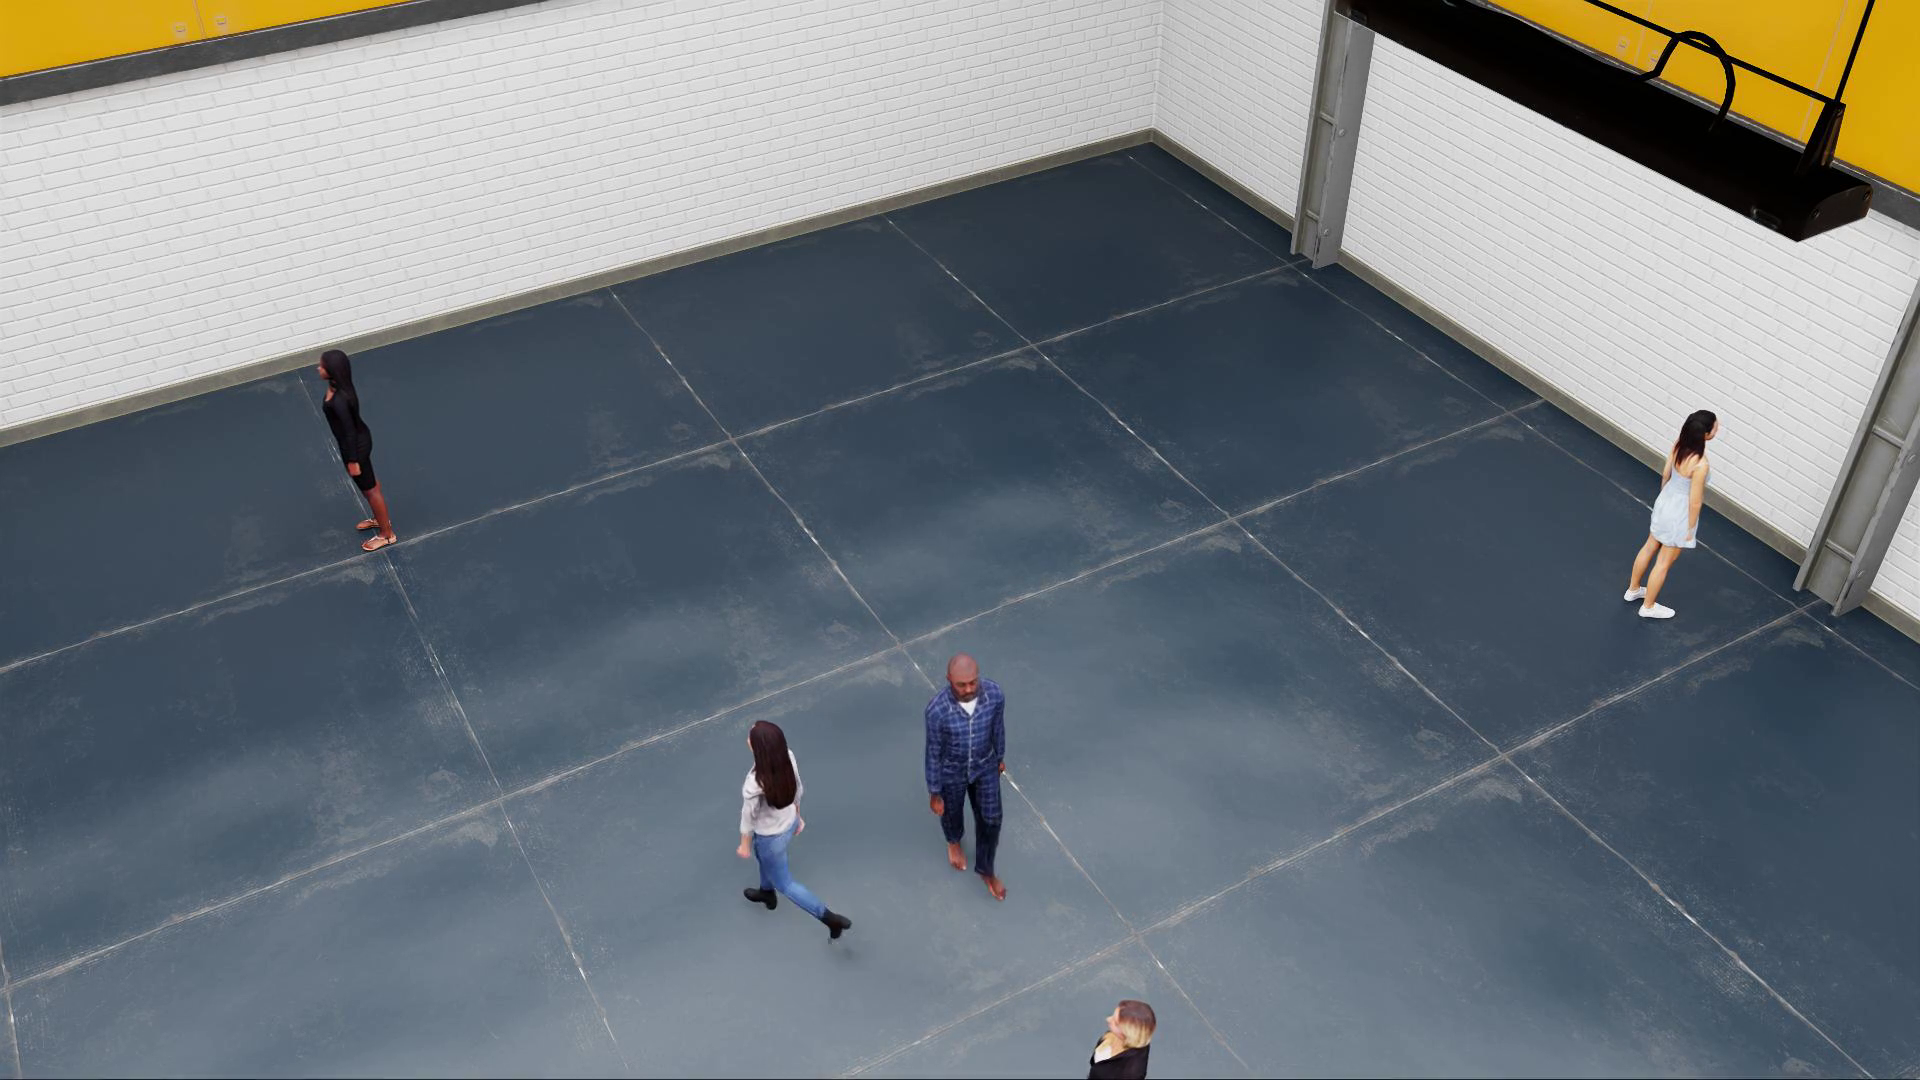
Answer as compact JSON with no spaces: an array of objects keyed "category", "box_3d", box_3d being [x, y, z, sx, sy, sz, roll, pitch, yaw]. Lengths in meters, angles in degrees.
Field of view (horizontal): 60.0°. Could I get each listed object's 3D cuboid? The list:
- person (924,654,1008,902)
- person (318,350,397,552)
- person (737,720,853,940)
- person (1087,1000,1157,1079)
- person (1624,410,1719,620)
[{"category":"person","box_3d":[-0.002,1.296,9.976,0.801,1.796,0.933,-12,40,-14]},{"category":"person","box_3d":[-4.559,-0.694,12.529,0.706,1.719,0.511,-13,40,-16]},{"category":"person","box_3d":[-0.998,1.720,9.603,1.105,1.598,0.960,17,42,20]},{"category":"person","box_3d":[0.813,2.802,8.190,0.741,1.672,0.646,3,39,4]},{"category":"person","box_3d":[5.109,-0.198,11.900,0.714,1.729,0.578,-6,39,-8]}]
